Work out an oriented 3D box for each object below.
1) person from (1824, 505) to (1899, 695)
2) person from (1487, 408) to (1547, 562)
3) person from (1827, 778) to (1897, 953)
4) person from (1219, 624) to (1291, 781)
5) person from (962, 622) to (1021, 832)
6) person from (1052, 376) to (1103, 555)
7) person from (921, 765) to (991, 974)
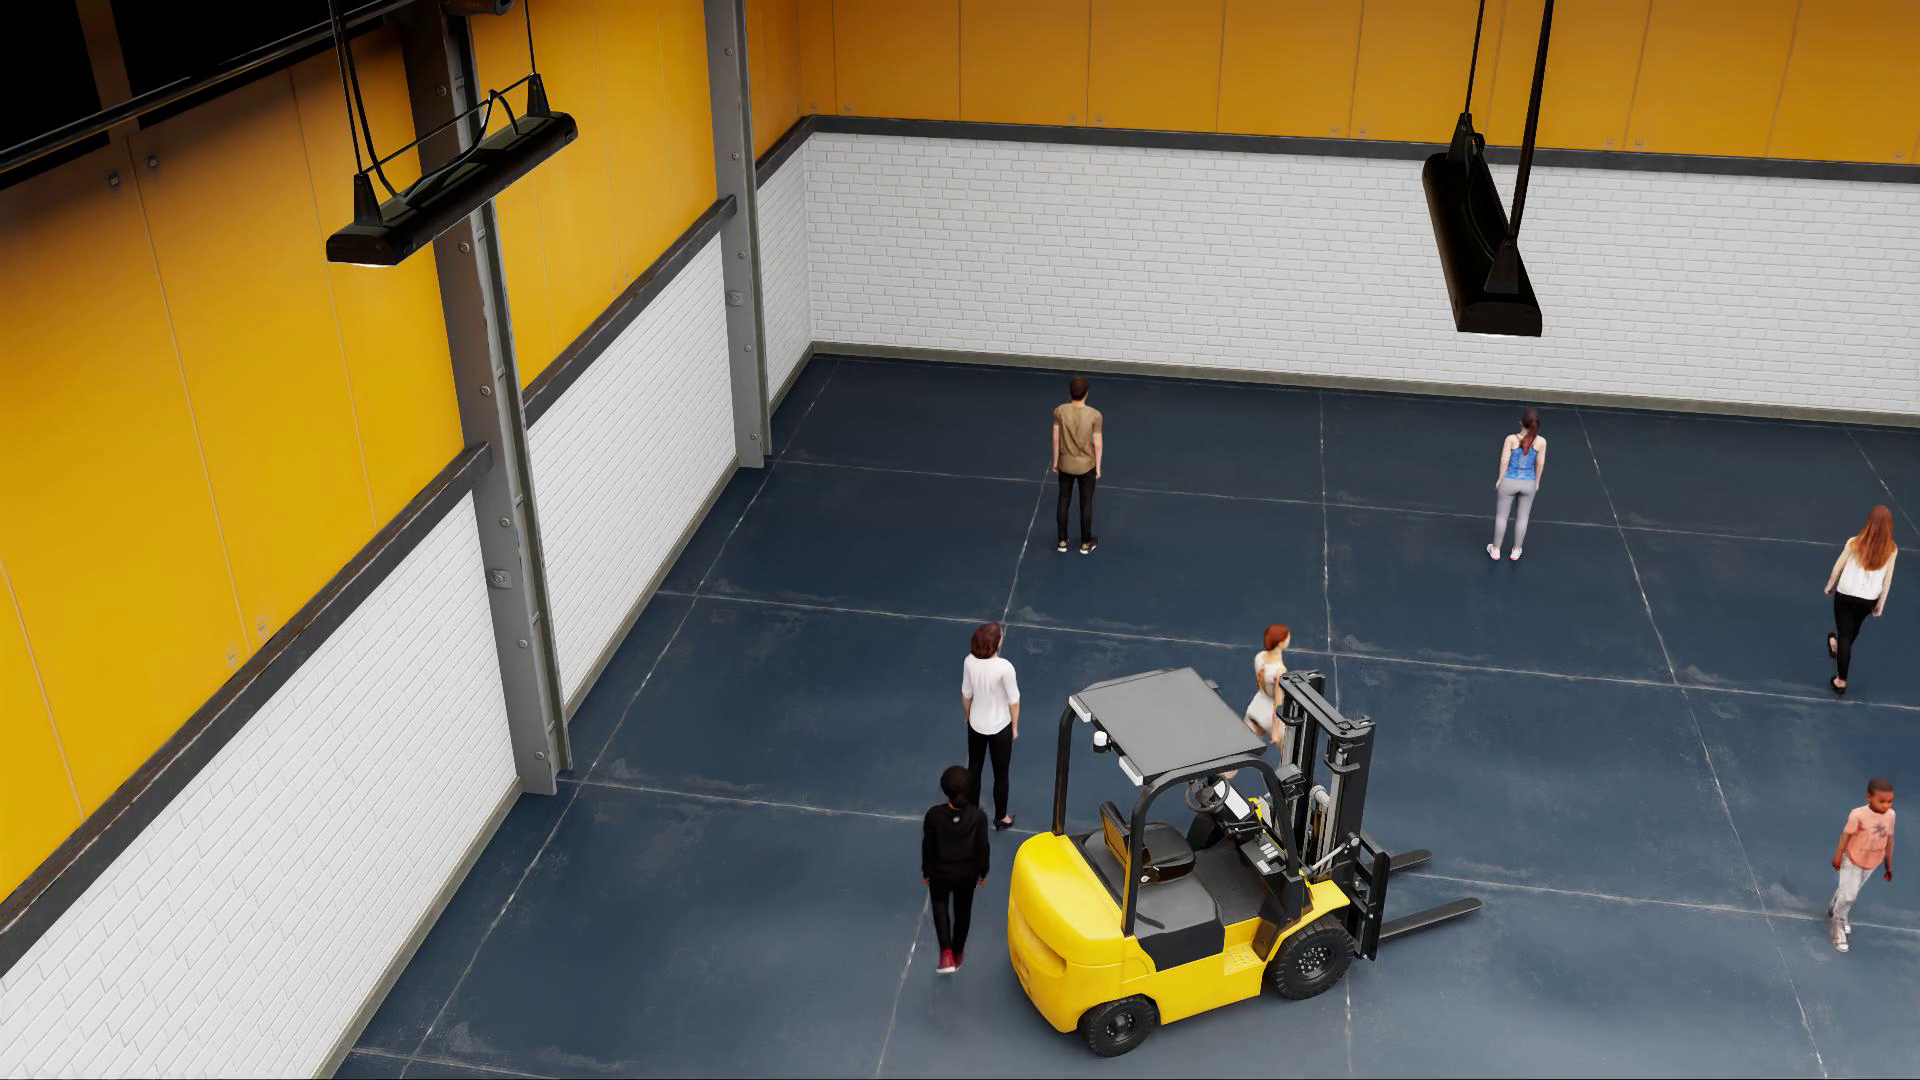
[{"bbox_3d":[7.678,0.547,14.199,0.589,1.681,1.026,5,29,10],"label":"person"},{"bbox_3d":[5.461,-0.550,16.285,0.562,1.609,0.549,4,29,7],"label":"person"},{"bbox_3d":[6.256,2.175,11.617,0.585,1.295,0.710,-3,29,-6],"label":"person"},{"bbox_3d":[2.274,1.394,12.734,1.055,1.597,1.070,-14,32,-24],"label":"person"},{"bbox_3d":[0.218,1.410,12.499,0.666,1.794,0.625,14,31,23],"label":"person"},{"bbox_3d":[1.148,-0.746,16.391,0.693,1.851,0.623,10,30,17],"label":"person"},{"bbox_3d":[-0.037,2.259,11.082,0.687,1.660,0.777,0,29,-1],"label":"person"}]
